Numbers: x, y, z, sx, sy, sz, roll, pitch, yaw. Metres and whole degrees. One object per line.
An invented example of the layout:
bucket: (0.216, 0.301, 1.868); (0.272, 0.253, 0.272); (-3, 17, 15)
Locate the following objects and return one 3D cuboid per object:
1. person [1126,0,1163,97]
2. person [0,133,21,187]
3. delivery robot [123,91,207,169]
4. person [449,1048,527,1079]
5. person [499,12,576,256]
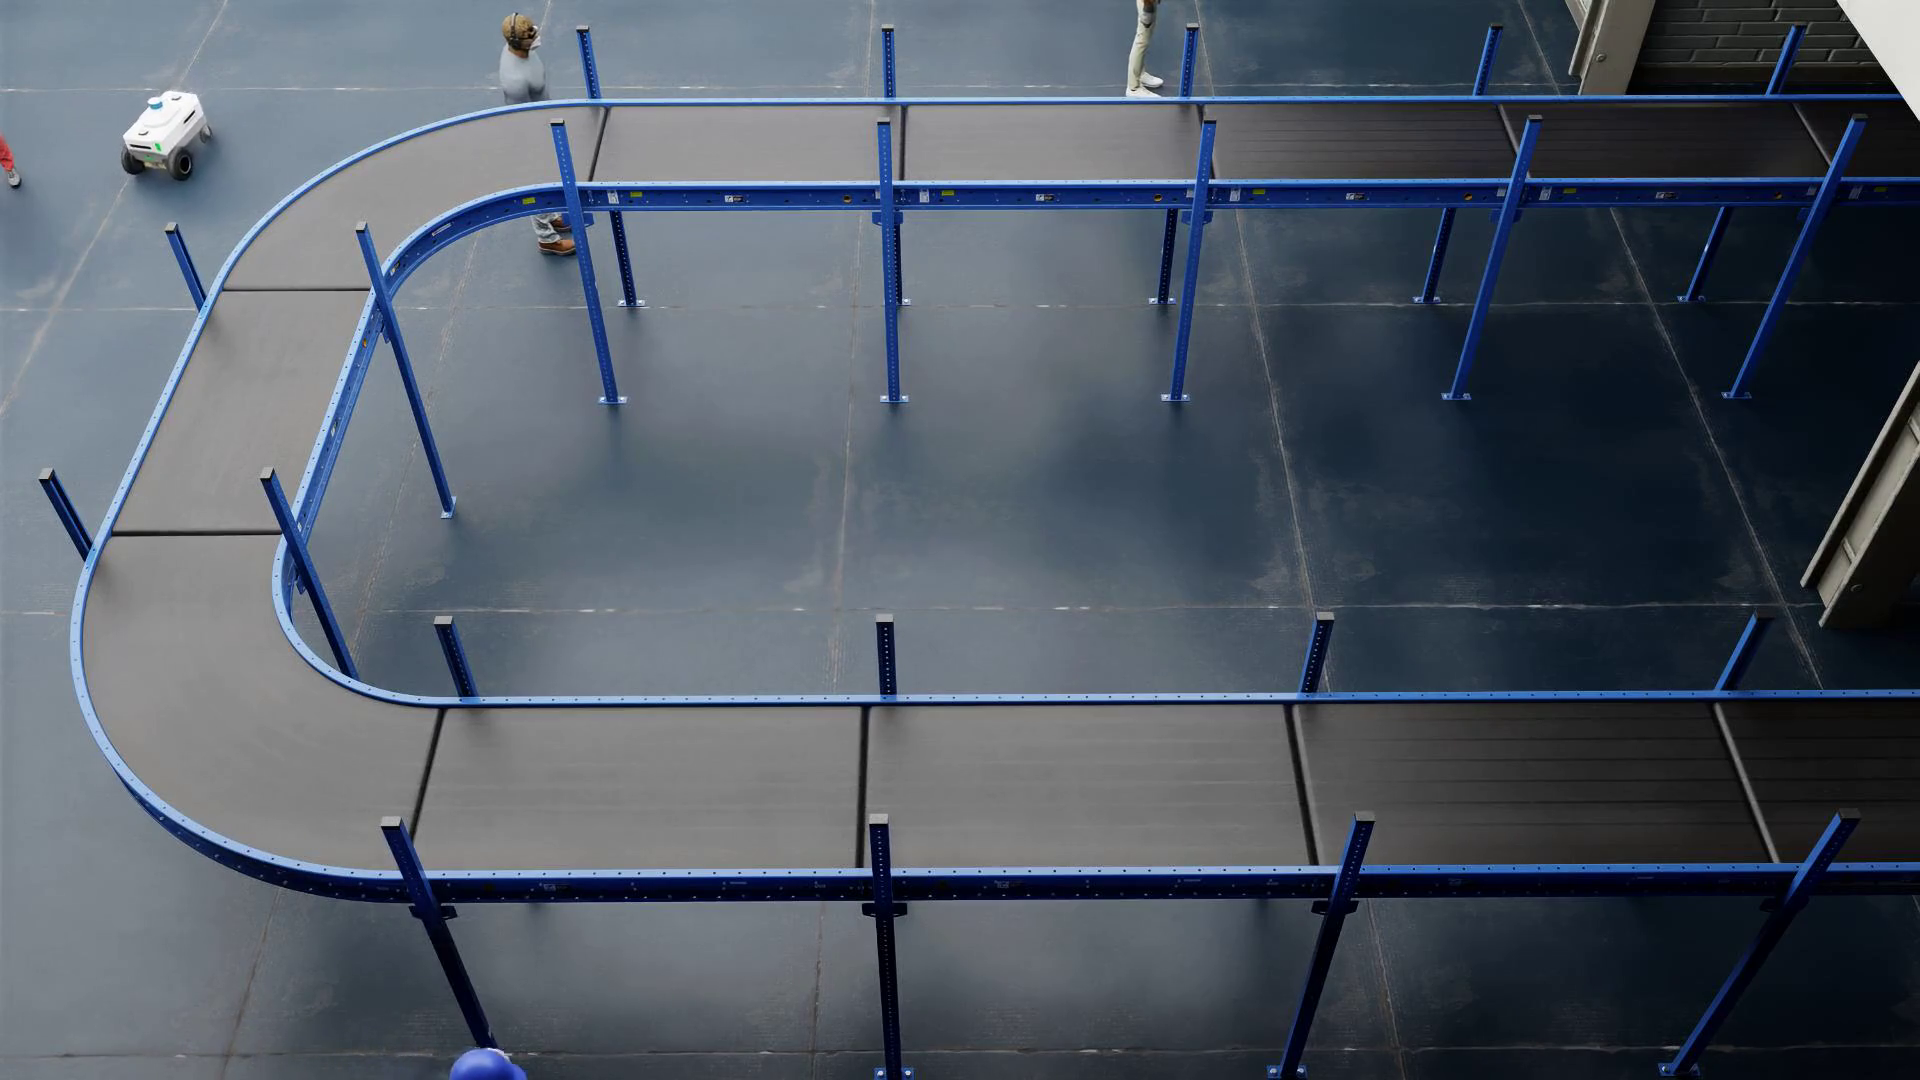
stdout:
person: (1.589, -4.517, 14.225); (0.327, 1.865, 0.516); (11, 48, 10)
person: (-7.835, -3.507, 13.343); (0.533, 1.767, 0.312); (-13, 48, -11)
delivery robot: (-6.482, -3.375, 14.001); (0.477, 0.478, 0.707); (9, 48, 8)
person: (-1.883, 2.729, 7.417); (0.579, 1.929, 0.613); (6, 47, 6)
person: (-3.163, -3.034, 12.785); (0.371, 1.939, 0.629); (-6, 47, -5)
